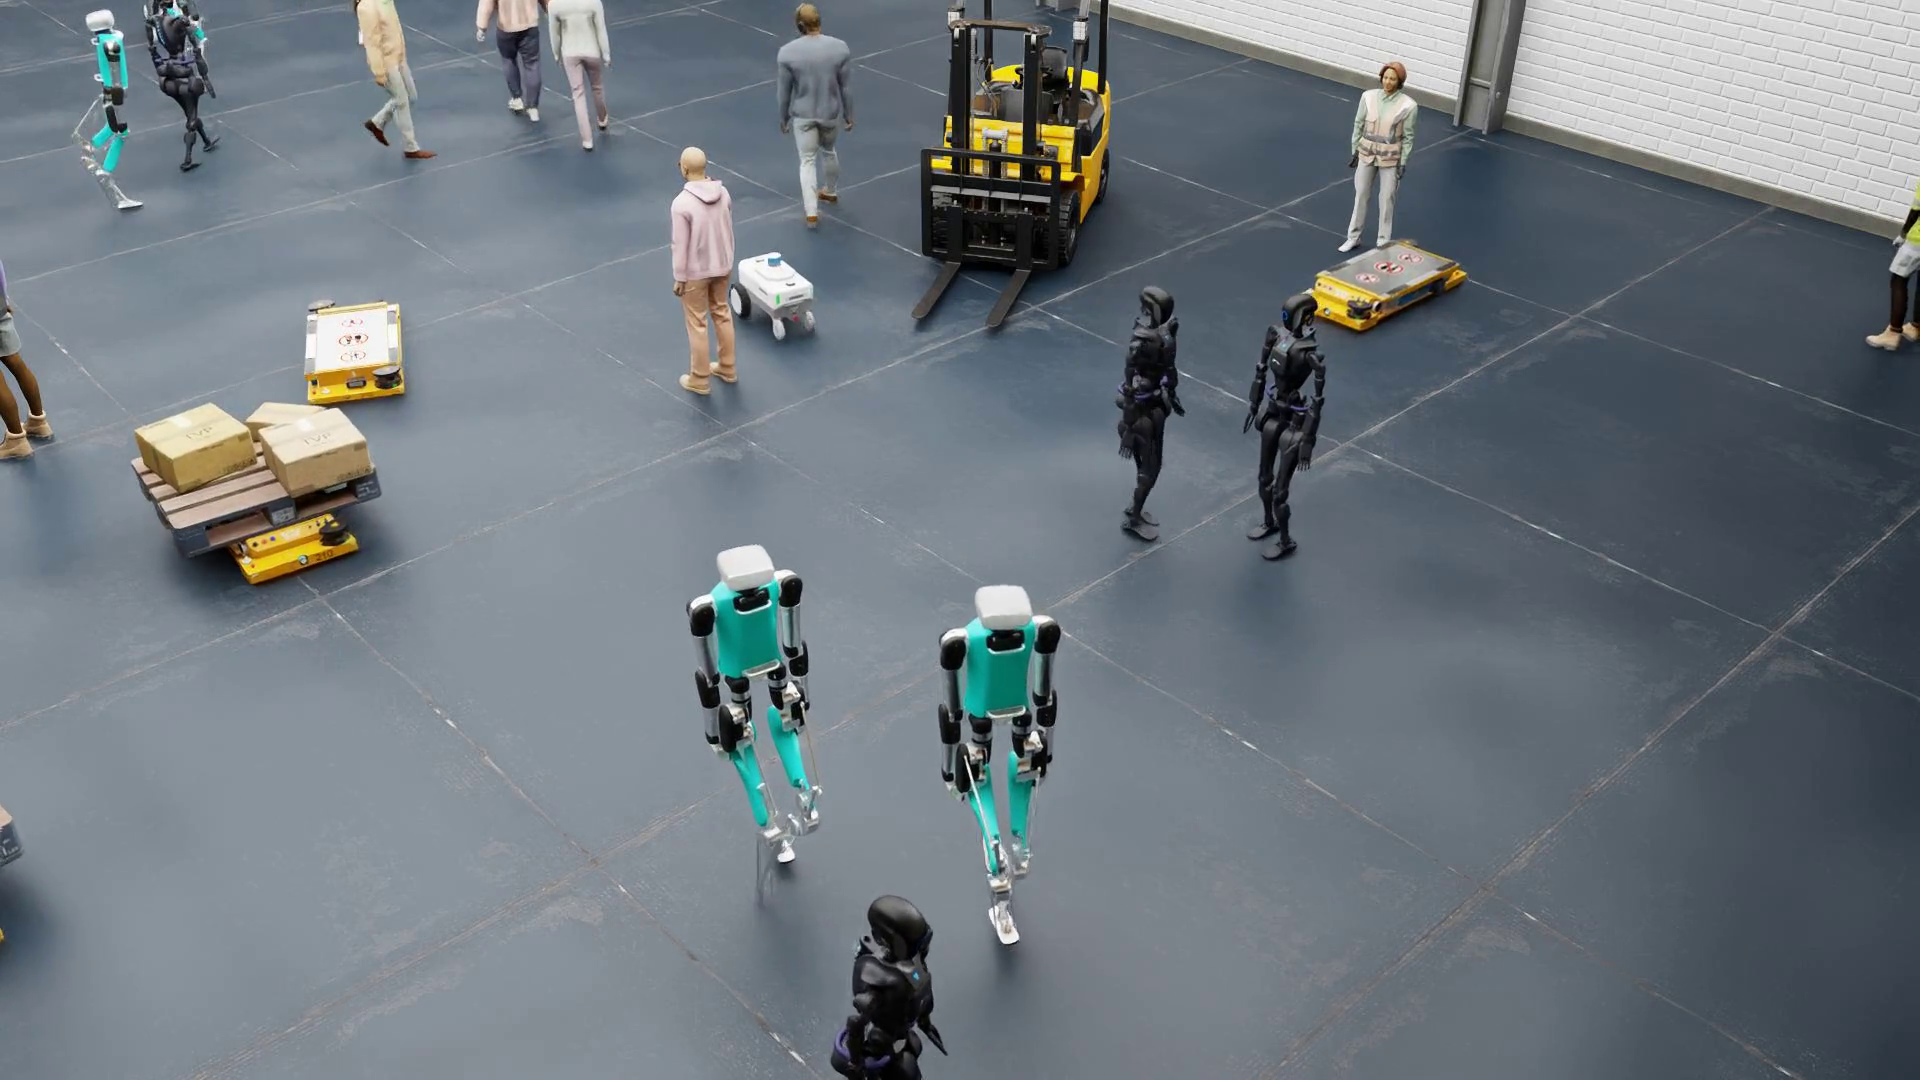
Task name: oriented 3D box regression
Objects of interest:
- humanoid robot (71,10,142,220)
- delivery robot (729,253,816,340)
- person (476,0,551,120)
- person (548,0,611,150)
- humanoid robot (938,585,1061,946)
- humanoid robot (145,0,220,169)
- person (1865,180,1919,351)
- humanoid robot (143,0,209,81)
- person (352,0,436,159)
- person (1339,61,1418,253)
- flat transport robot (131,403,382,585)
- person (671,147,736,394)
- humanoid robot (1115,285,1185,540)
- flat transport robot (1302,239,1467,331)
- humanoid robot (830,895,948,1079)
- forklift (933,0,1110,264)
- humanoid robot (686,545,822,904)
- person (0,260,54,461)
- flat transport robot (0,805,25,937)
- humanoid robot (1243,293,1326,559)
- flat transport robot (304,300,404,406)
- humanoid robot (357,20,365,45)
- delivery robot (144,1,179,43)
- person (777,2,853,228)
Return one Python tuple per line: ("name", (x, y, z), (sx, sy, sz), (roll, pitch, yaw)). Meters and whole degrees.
("humanoid robot", (-7.479, -3.608, 14.473), (0.749, 1.892, 0.544), (-16, 36, -23))
("delivery robot", (-1.435, -1.932, 12.892), (0.499, 0.606, 0.796), (-19, 37, -26))
("person", (-4.465, -5.208, 16.731), (0.856, 1.837, 0.700), (-14, 35, -20))
("person", (-3.668, -4.715, 16.089), (0.537, 1.716, 0.884), (-8, 34, -12))
("humanoid robot", (0.212, 1.027, 7.221), (0.548, 1.737, 0.974), (-10, 34, -15))
("humanoid robot", (-7.321, -4.375, 15.644), (0.599, 1.624, 0.769), (9, 34, 14))
("person", (7.167, -2.216, 12.281), (0.618, 1.680, 0.432), (-10, 34, -16))
("humanoid robot", (-8.109, -5.489, 17.297), (0.538, 1.801, 0.801), (0, 33, 0))
("person", (-5.396, -4.499, 15.629), (0.597, 1.864, 0.570), (1, 33, 2))
("person", (3.465, -3.137, 13.732), (0.513, 1.644, 0.306), (20, 38, 28))
("flat transport robot", (-4.386, -0.210, 10.495), (0.659, 0.231, 1.431), (-22, 39, -30))
("person", (-1.783, -1.882, 11.690), (0.416, 1.774, 0.537), (24, 40, 32))
("humanoid robot", (1.150, -0.803, 10.124), (0.314, 1.647, 0.607), (21, 39, 29))
("flat transport robot", (3.388, -2.059, 13.337), (1.431, 0.231, 0.659), (-26, 41, -34))
("humanoid robot", (-0.233, 1.893, 5.999), (0.739, 1.623, 0.601), (15, 36, 22))
("forklift", (0.570, -3.725, 14.138), (1.214, 2.155, 2.313), (9, 34, 13))
("humanoid robot", (-0.820, 0.926, 7.454), (0.530, 1.858, 0.679), (-19, 37, -26))
("person", (-6.406, -1.479, 10.823), (0.368, 2.044, 0.607), (4, 33, 6))
("flat transport robot", (-5.096, 1.608, 7.701), (1.431, 0.231, 0.659), (26, 41, 34))
("humanoid robot", (1.929, -0.709, 9.964), (0.358, 1.648, 0.600), (-19, 38, -27))
("flat transport robot", (-4.499, -1.428, 12.368), (0.659, 0.231, 1.431), (-9, 34, -14))
("humanoid robot", (-6.870, -6.507, 18.865), (0.558, 1.755, 1.042), (-4, 33, -6))
("delivery robot", (-9.249, -6.135, 19.333), (0.499, 0.587, 0.777), (-10, 34, -15))
("person", (-1.260, -3.708, 14.405), (0.659, 1.895, 0.799), (-10, 34, -15))
